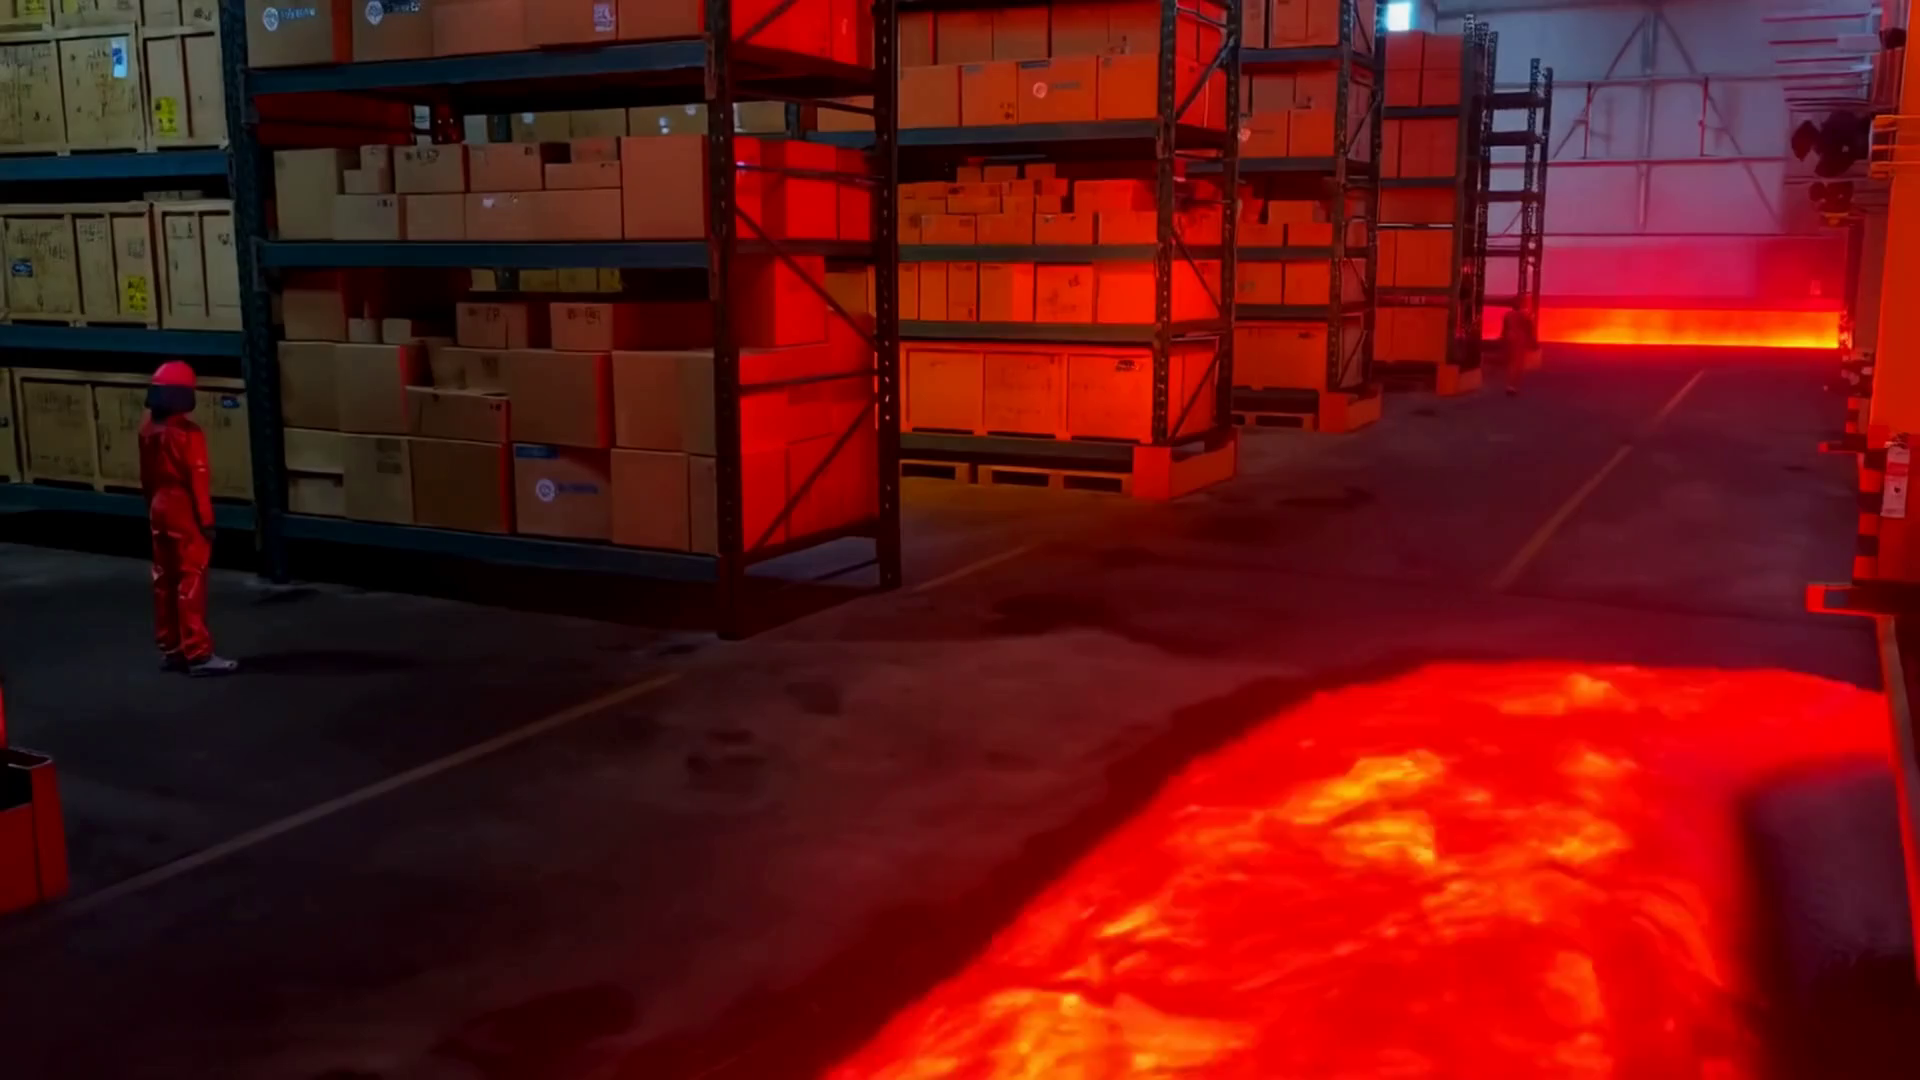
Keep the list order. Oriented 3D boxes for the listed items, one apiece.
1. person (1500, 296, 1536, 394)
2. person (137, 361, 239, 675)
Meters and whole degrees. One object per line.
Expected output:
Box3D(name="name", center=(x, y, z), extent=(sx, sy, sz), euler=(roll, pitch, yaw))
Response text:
Box3D(name="person", center=(9.326, -3.255, 27.751), extent=(0.540, 1.601, 0.789), euler=(7, 12, 36))
Box3D(name="person", center=(-4.322, -0.121, 9.252), extent=(0.484, 1.738, 0.305), euler=(5, 11, 27))
